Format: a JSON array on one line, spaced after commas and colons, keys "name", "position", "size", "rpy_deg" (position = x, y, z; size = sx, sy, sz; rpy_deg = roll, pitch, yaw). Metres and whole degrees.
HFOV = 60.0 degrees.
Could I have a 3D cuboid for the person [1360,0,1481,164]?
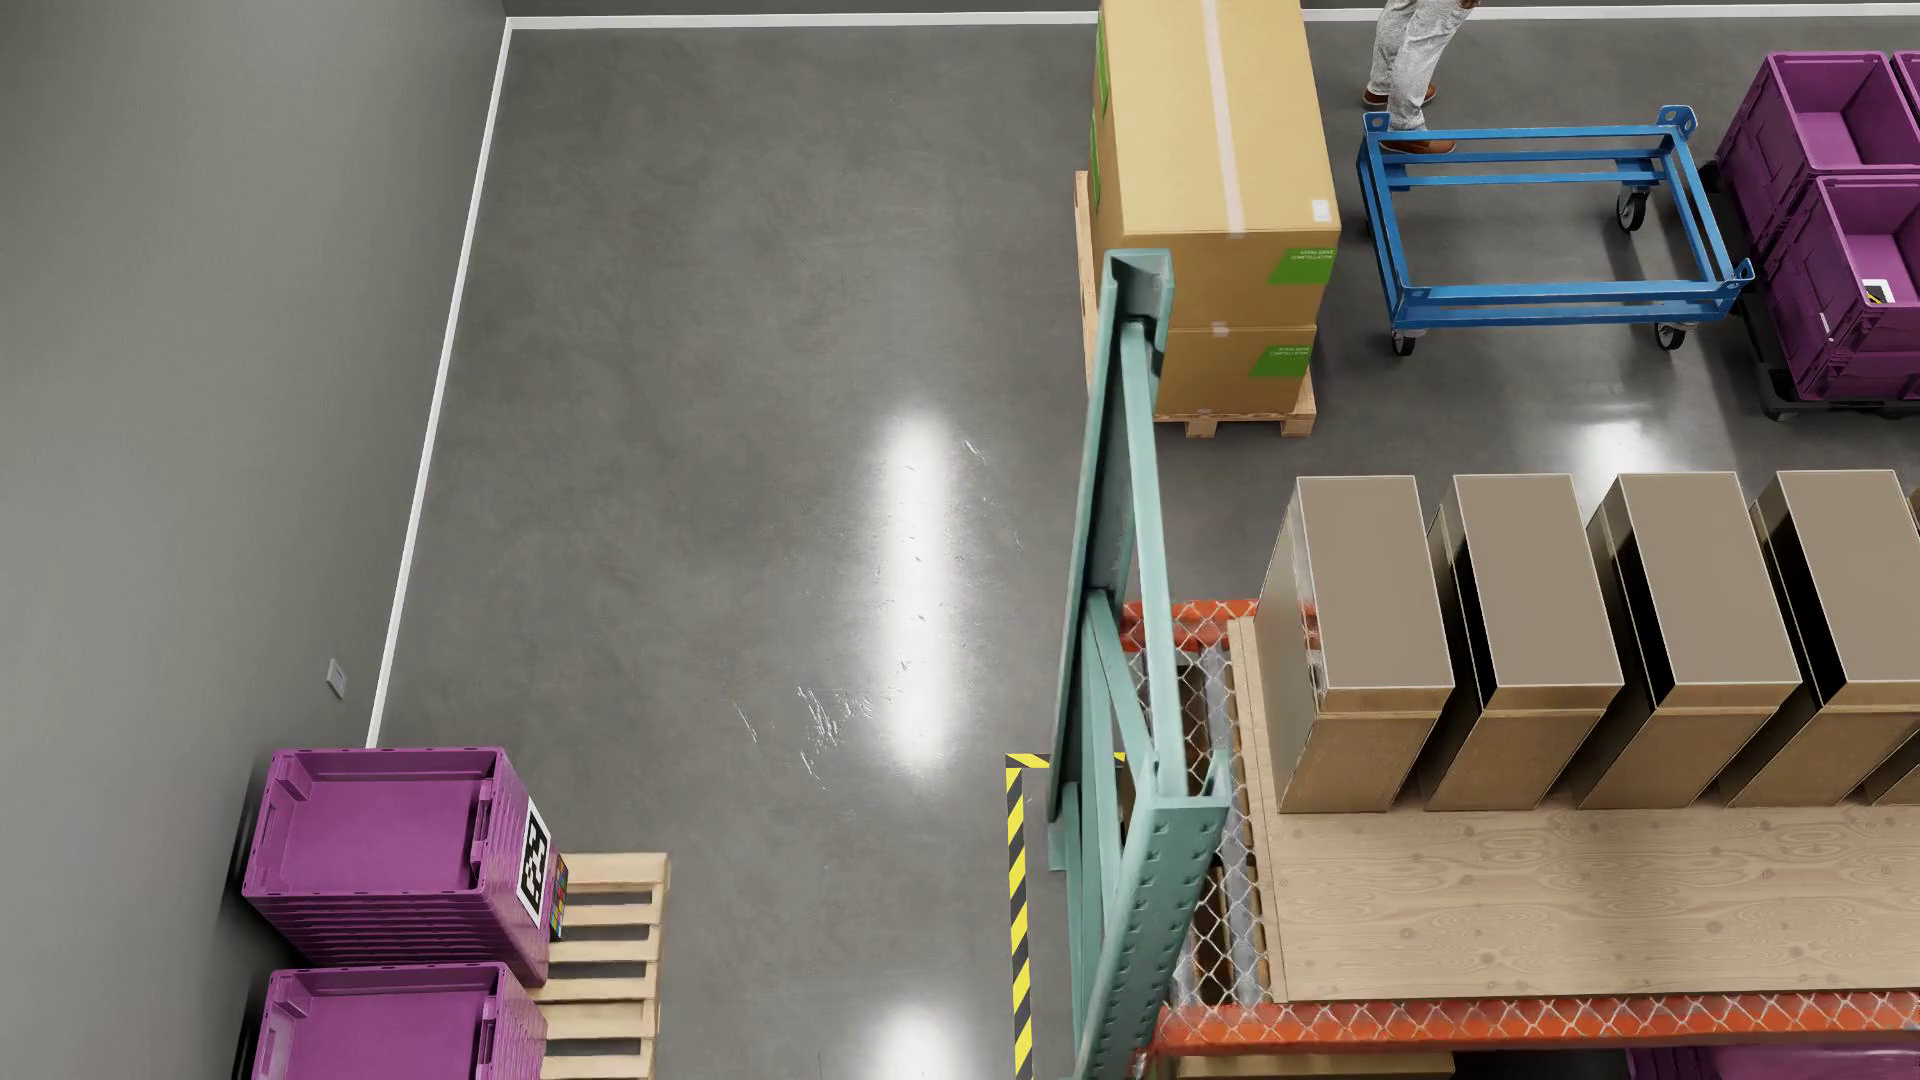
[{"name": "person", "position": [1.822, -2.245, 6.079], "size": [0.371, 1.941, 0.627], "rpy_deg": [-2, 58, -1]}]
